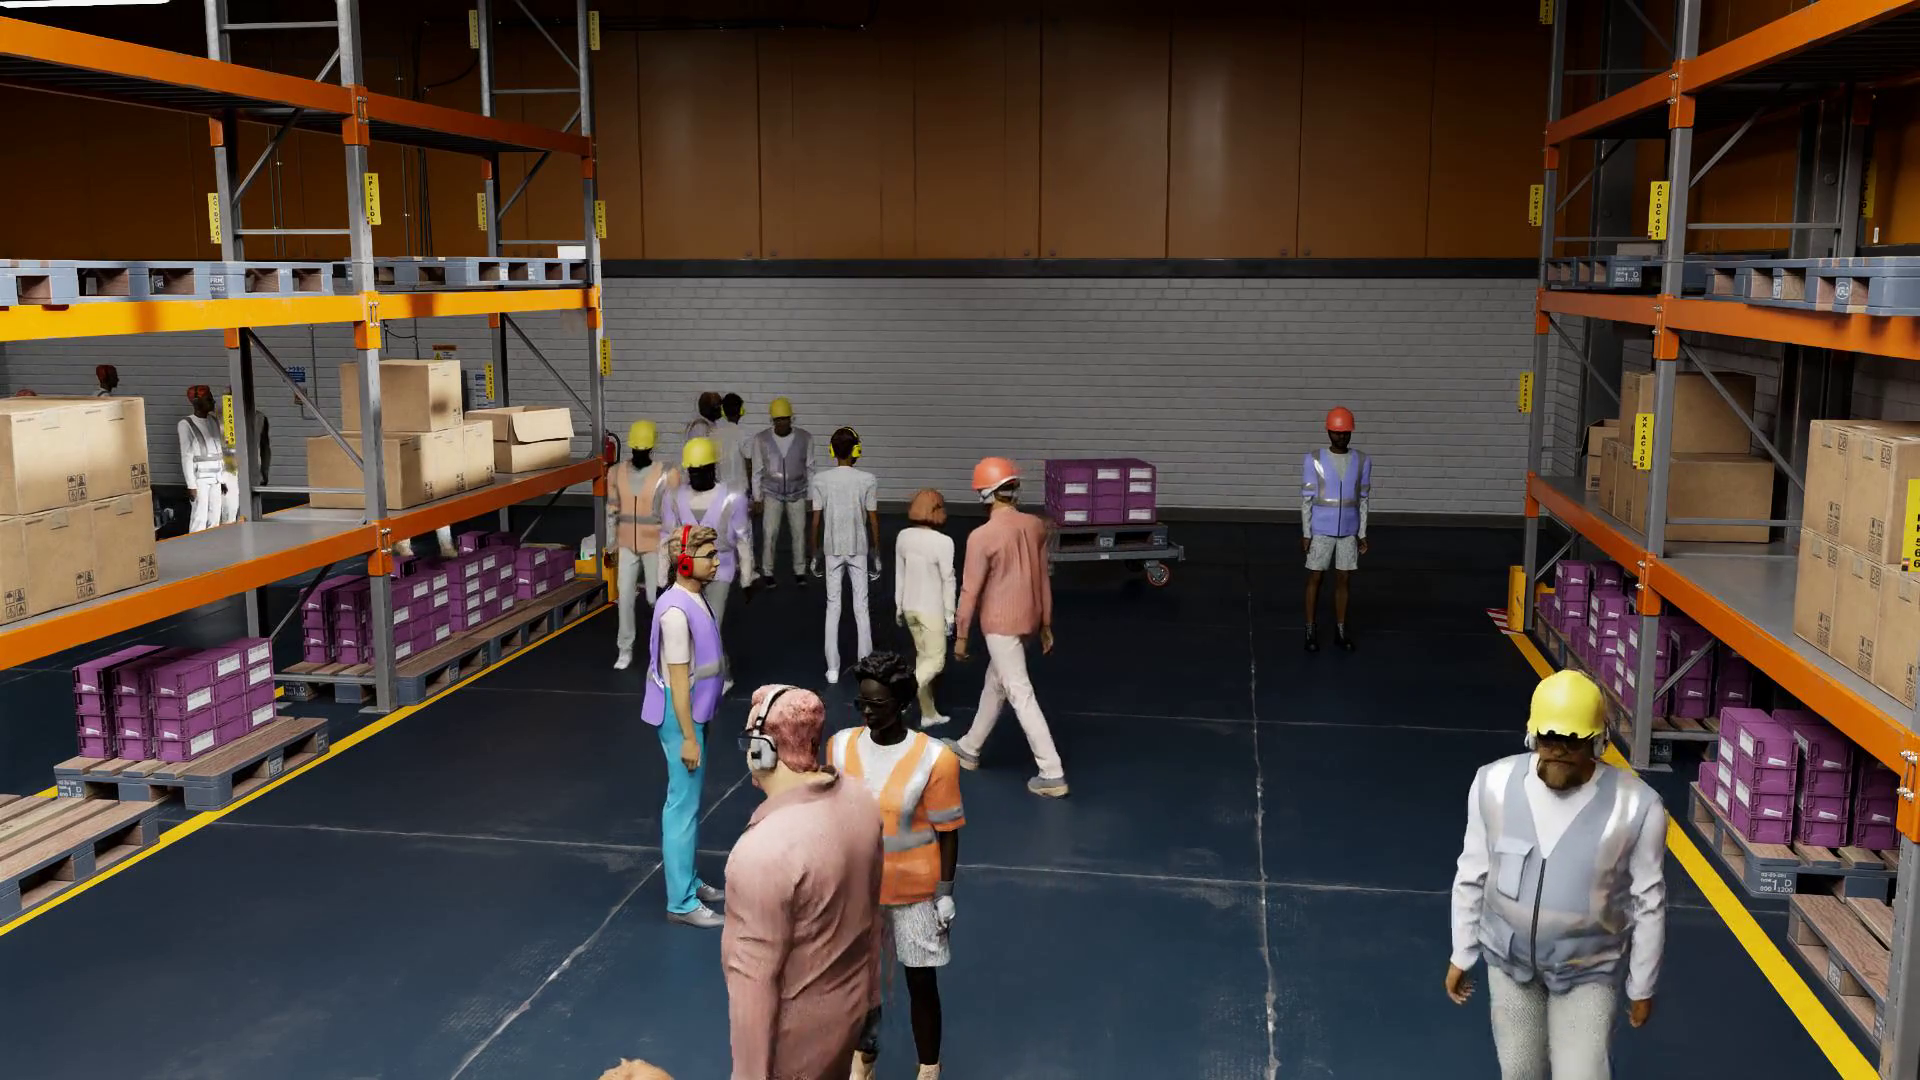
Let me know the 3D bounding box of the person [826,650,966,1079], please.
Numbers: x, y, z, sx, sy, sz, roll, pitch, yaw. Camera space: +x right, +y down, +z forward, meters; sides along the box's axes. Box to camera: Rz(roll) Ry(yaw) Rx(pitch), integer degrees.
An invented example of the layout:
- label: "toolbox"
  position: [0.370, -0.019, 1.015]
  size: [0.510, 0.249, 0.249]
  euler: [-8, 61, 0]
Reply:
- label: "person"
  position: [-0.248, 1.213, 5.822]
  size: [0.540, 1.695, 0.317]
  euler: [4, 10, 24]

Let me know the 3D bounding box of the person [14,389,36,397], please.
- label: "person"
  position: [-8.586, -0.446, 15.413]
  size: [0.652, 1.906, 0.403]
  euler: [-7, 12, -37]

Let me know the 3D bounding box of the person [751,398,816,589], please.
- label: "person"
  position: [-1.657, -0.432, 15.649]
  size: [0.599, 1.811, 0.471]
  euler: [-1, 9, -6]

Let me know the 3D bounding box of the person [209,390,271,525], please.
- label: "person"
  position: [-7.486, -0.703, 17.305]
  size: [0.659, 1.811, 0.536]
  euler: [-7, 12, -37]

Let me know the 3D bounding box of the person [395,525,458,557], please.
- label: "person"
  position: [-5.569, -0.704, 17.330]
  size: [0.606, 1.855, 0.639]
  euler: [5, 10, 26]

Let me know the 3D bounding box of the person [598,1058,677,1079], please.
- label: "person"
  position: [-0.578, 1.701, 3.008]
  size: [0.497, 1.633, 0.279]
  euler: [-1, 9, -5]

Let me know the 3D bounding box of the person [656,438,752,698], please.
- label: "person"
  position: [-1.752, 0.236, 11.304]
  size: [0.613, 1.866, 1.013]
  euler: [2, 9, 14]

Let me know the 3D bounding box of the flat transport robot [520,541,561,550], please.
- label: "flat transport robot"
  position: [-4.329, 0.212, 16.384]
  size: [0.652, 0.197, 1.431]
  euler: [0, 9, 3]

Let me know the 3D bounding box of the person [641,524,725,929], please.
- label: "person"
  position: [-1.258, 0.841, 7.658]
  size: [0.394, 1.847, 0.563]
  euler: [0, 9, -2]

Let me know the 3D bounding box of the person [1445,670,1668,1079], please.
- label: "person"
  position: [1.799, 1.274, 5.065]
  size: [0.606, 1.816, 0.419]
  euler: [7, 12, 37]

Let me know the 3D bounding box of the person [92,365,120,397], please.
- label: "person"
  position: [-10.102, -1.138, 19.750]
  size: [0.337, 1.882, 0.585]
  euler: [-7, 12, -38]

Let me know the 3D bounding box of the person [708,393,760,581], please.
- label: "person"
  position: [-2.190, -0.471, 15.789]
  size: [0.521, 1.845, 0.765]
  euler: [2, 10, 15]

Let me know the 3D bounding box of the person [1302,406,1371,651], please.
- label: "person"
  position: [2.955, -0.083, 13.072]
  size: [0.546, 1.939, 0.375]
  euler: [0, 9, -2]

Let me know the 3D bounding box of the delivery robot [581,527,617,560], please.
- label: "delivery robot"
  position: [-3.424, 0.119, 15.797]
  size: [0.477, 0.478, 0.707]
  euler: [-2, 9, -11]

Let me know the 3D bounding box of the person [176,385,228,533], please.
- label: "person"
  position: [-7.375, -0.573, 16.263]
  size: [0.348, 1.884, 0.584]
  euler: [1, 9, 8]

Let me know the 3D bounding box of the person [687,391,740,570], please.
- label: "person"
  position: [-2.574, -0.566, 16.454]
  size: [0.691, 1.818, 0.629]
  euler: [0, 9, -2]

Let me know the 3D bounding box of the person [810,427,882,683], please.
- label: "person"
  position: [-0.829, 0.114, 12.088]
  size: [0.528, 1.865, 0.313]
  euler: [1, 9, 3]

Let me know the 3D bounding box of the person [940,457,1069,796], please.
- label: "person"
  position: [0.251, 0.485, 9.611]
  size: [1.073, 1.925, 0.624]
  euler: [8, 12, 41]

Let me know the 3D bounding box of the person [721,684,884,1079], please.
- label: "person"
  position: [-0.379, 1.328, 4.539]
  size: [0.602, 1.883, 0.652]
  euler: [3, 10, 20]

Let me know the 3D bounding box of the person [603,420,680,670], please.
- label: "person"
  position: [-2.385, 0.007, 12.663]
  size: [0.621, 1.895, 0.674]
  euler: [2, 9, 11]

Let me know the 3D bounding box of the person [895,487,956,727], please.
- label: "person"
  position: [-0.268, 0.471, 10.678]
  size: [0.508, 1.615, 0.645]
  euler: [9, 13, 43]
